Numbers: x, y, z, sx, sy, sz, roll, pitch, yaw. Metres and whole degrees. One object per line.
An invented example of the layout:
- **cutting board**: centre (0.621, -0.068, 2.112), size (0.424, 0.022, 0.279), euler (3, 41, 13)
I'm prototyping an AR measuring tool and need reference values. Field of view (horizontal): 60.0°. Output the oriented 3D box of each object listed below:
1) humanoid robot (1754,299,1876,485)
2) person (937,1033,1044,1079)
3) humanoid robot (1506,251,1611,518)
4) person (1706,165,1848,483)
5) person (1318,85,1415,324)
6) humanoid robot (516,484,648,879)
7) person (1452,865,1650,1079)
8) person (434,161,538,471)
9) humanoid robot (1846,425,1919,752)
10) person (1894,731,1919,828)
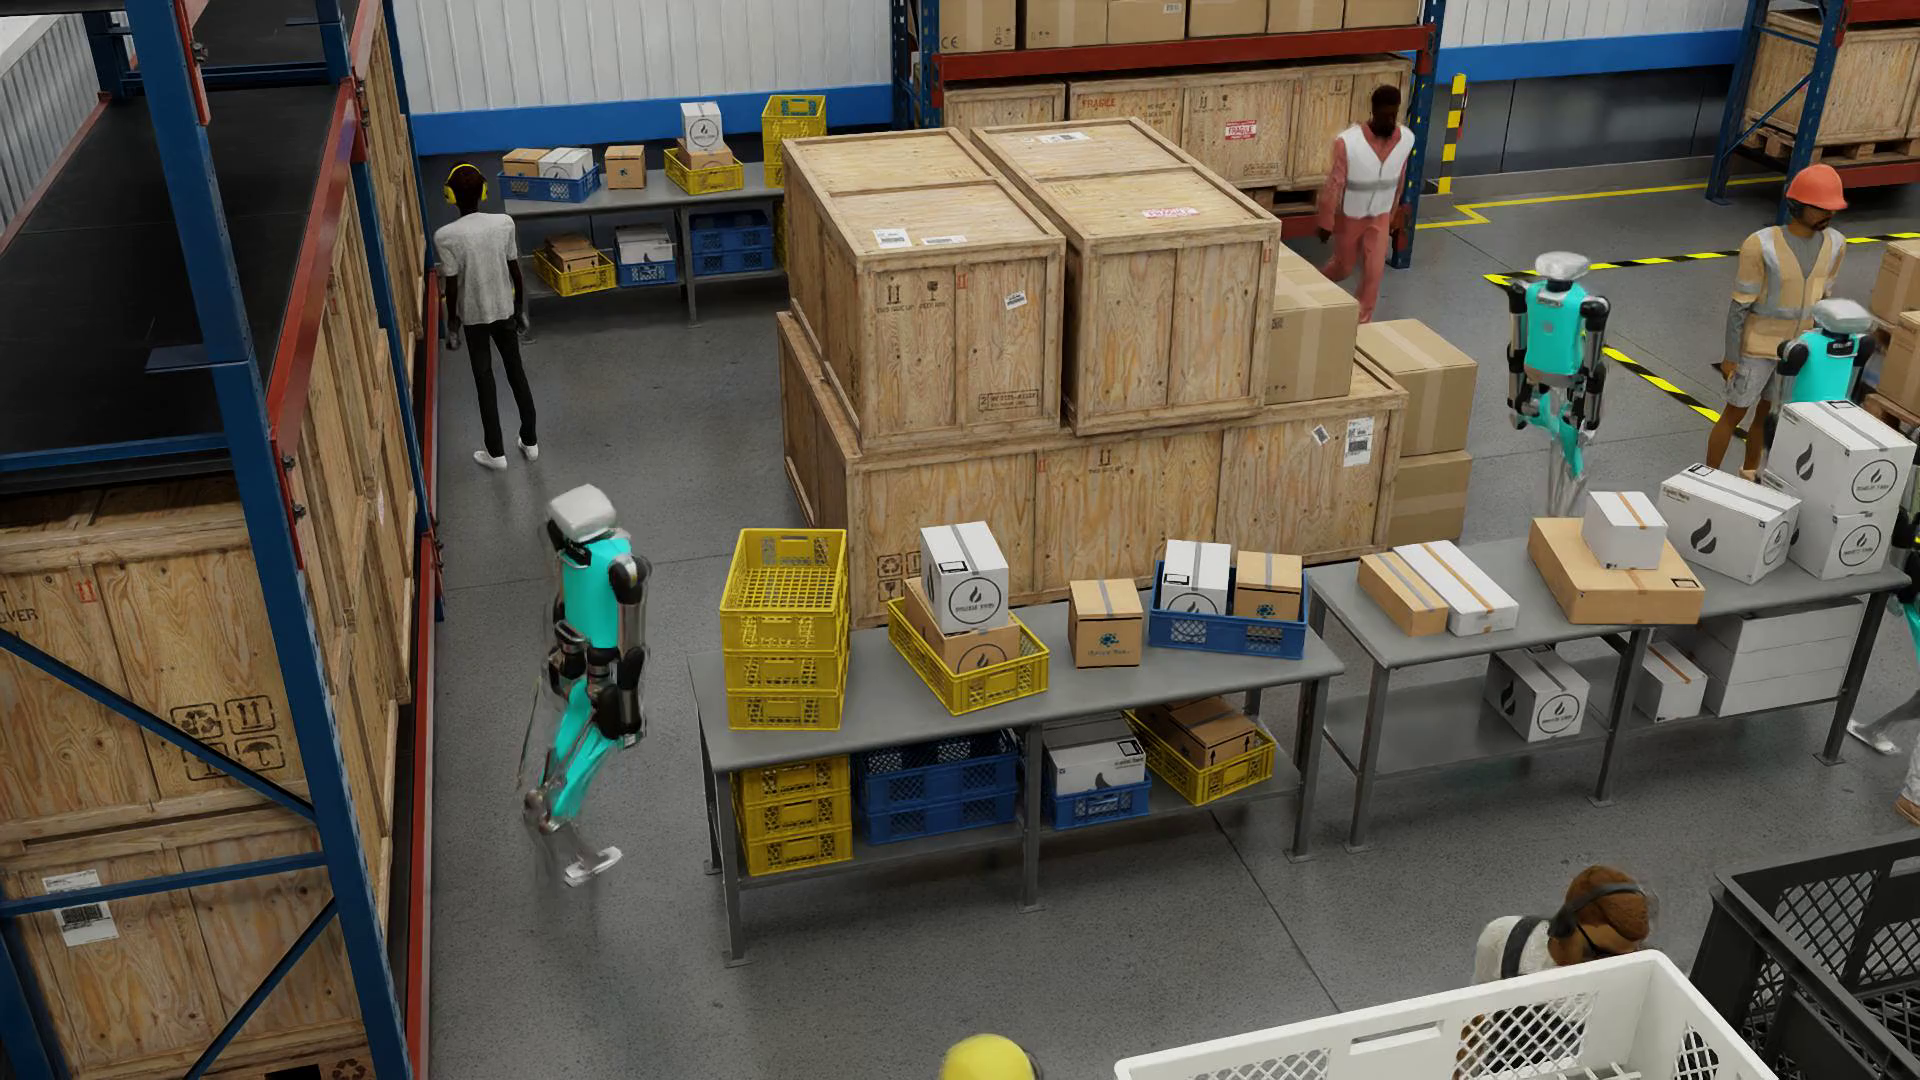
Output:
- **humanoid robot**: centre (4.219, -0.265, 8.098), size (0.548, 1.743, 1.042), euler (-10, 30, -18)
- **person**: centre (0.064, 1.892, 4.134), size (0.329, 1.769, 0.529), euler (-18, 33, -29)
- **humanoid robot**: centre (3.265, -0.749, 8.958), size (0.822, 1.764, 0.557), euler (-25, 38, -38)
- **person**: centre (4.523, -1.073, 9.228), size (0.607, 2.043, 0.377), euler (-6, 29, -11)
- **person**: centre (2.784, -2.316, 11.671), size (0.604, 1.871, 0.805), euler (-6, 29, -10)
- **humanoid robot**: centre (-1.510, 0.698, 6.412), size (0.570, 1.857, 0.652), euler (25, 38, 38)
- **person**: centre (1.545, 1.637, 4.576), size (0.580, 1.788, 0.716), euler (23, 36, 35)
- **person**: centre (-2.802, -1.311, 9.835), size (0.514, 1.873, 0.328), euler (-21, 35, -33)
- **humanoid robot**: centre (4.295, 0.254, 7.110), size (0.537, 1.757, 0.791), euler (-2, 29, -4)
- **person**: centre (4.286, 0.382, 6.807), size (0.629, 1.835, 0.429), euler (-15, 32, -25)
